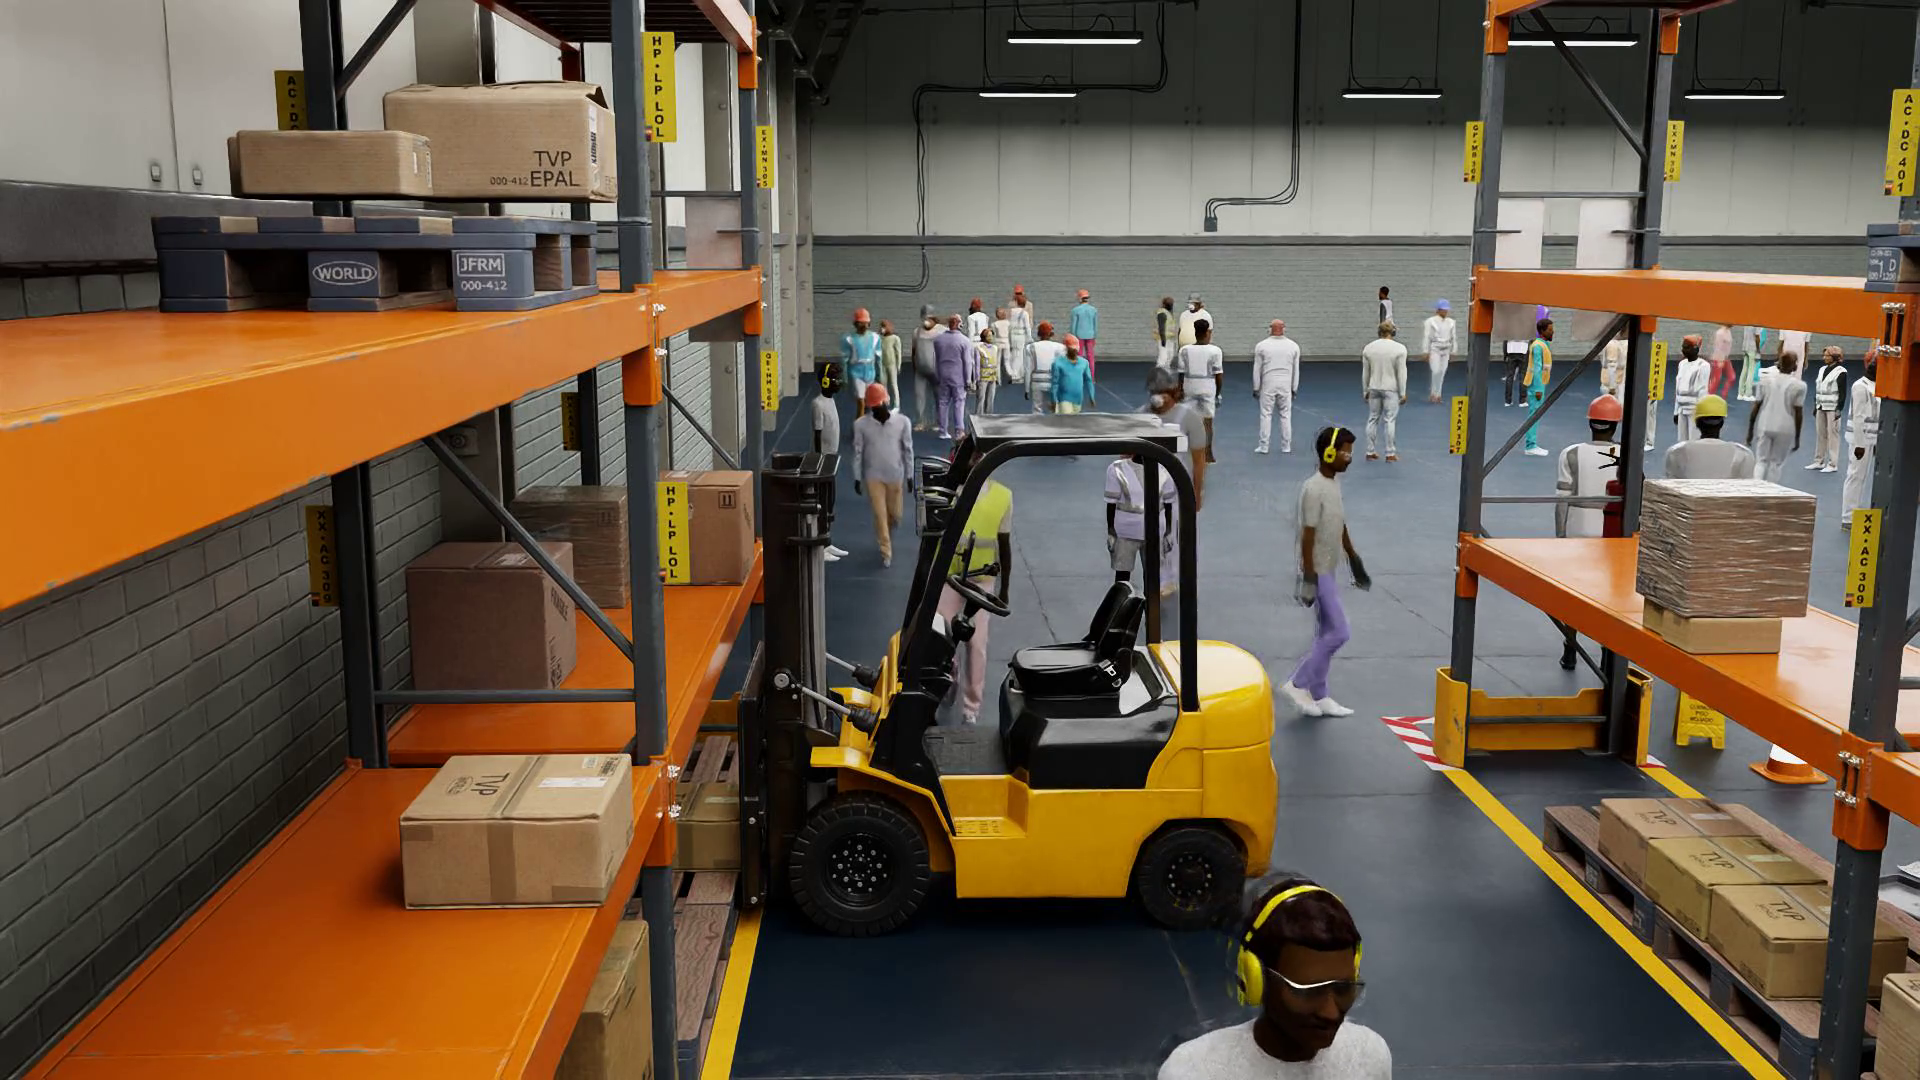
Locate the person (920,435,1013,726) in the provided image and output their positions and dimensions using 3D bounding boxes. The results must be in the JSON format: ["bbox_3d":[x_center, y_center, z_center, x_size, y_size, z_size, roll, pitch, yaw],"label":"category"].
[{"bbox_3d":[0.032,0.261,10.173,0.583,1.827,0.437,0,10,1],"label":"person"}]

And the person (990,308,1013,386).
[{"bbox_3d":[0.876,-3.981,34.393,0.531,1.620,0.462,-3,11,-17],"label":"person"}]

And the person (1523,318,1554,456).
[{"bbox_3d":[8.135,-2.155,23.404,0.390,1.920,0.587,4,11,22],"label":"person"}]

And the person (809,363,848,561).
[{"bbox_3d":[-1.252,-0.732,15.654,0.319,1.861,0.516,2,10,11],"label":"person"}]

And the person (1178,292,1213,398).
[{"bbox_3d":[4.401,-3.675,31.532,0.684,2.000,0.538,7,13,36],"label":"person"}]

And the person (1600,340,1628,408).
[{"bbox_3d":[10.915,-2.868,27.636,0.601,1.816,0.503,8,13,36],"label":"person"}]

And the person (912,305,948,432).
[{"bbox_3d":[-0.482,-2.681,25.998,0.711,2.000,0.722,4,11,22],"label":"person"}]

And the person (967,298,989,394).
[{"bbox_3d":[0.335,-3.794,32.639,0.352,1.881,0.576,8,13,39],"label":"person"}]

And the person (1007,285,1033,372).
[{"bbox_3d":[1.366,-4.858,38.248,0.613,1.995,0.391,4,11,20],"label":"person"}]

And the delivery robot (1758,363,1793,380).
[{"bbox_3d":[16.437,-3.330,33.491,0.477,0.478,0.707,-3,11,-18],"label":"delivery robot"}]

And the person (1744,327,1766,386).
[{"bbox_3d":[16.556,-4.117,34.578,0.349,1.836,0.517,6,12,28],"label":"person"}]

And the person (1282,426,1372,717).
[{"bbox_3d":[2.352,0.210,10.417,0.470,1.849,0.517,4,11,21],"label":"person"}]

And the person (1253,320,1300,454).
[{"bbox_3d":[4.478,-2.171,23.591,0.658,1.894,0.412,-1,10,-5],"label":"person"}]

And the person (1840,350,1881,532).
[{"bbox_3d":[9.327,-1.013,17.144,0.356,1.884,0.573,8,13,38],"label":"person"}]

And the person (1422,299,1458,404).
[{"bbox_3d":[8.857,-3.436,30.494,0.638,1.929,0.655,-3,10,-14],"label":"person"}]

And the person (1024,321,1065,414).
[{"bbox_3d":[1.194,-2.129,23.359,0.584,1.882,0.337,0,10,0],"label":"person"}]

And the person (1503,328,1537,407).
[{"bbox_3d":[10.164,-3.374,30.242,0.585,1.911,0.391,5,12,28],"label":"person"}]

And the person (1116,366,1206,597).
[{"bbox_3d":[1.612,-0.470,13.676,0.698,2.000,1.027,7,12,32],"label":"person"}]

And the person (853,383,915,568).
[{"bbox_3d":[-0.712,-0.624,15.483,0.577,1.710,0.615,-1,10,-5],"label":"person"}]

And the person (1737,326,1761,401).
[{"bbox_3d":[14.913,-3.545,31.311,0.331,1.863,0.507,-1,10,-5],"label":"person"}]

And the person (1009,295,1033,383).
[{"bbox_3d":[1.383,-4.262,35.293,0.770,1.860,0.594,-7,12,-35],"label":"person"}]

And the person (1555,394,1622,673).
[{"bbox_3d":[4.436,-0.046,11.604,0.551,1.934,0.372,5,11,25],"label":"person"}]

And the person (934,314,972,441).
[{"bbox_3d":[-0.081,-2.447,25.104,0.645,1.900,0.399,6,12,32],"label":"person"}]

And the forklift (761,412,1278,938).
[{"bbox_3d":[0.291,0.548,7.580,2.313,2.155,1.214,0,10,-2],"label":"forklift"}]

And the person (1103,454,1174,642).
[{"bbox_3d":[1.319,-0.040,12.232,0.538,1.700,0.317,-1,10,-8],"label":"person"}]

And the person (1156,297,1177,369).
[{"bbox_3d":[4.444,-4.355,35.991,0.482,1.804,0.649,6,12,32],"label":"person"}]

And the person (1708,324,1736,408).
[{"bbox_3d":[13.679,-3.203,29.704,0.560,1.745,0.556,9,14,42],"label":"person"}]

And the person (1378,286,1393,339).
[{"bbox_3d":[10.161,-5.099,39.804,0.392,1.920,0.587,5,11,27],"label":"person"}]

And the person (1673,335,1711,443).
[{"bbox_3d":[8.855,-1.549,20.163,0.355,1.876,0.574,-1,10,-8],"label":"person"}]

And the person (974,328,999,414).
[{"bbox_3d":[0.418,-2.510,26.164,0.307,1.639,0.525,9,14,42],"label":"person"}]

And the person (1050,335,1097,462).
[{"bbox_3d":[1.563,-1.928,22.699,0.581,1.704,0.876,-4,11,-23],"label":"person"}]

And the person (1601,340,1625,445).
[{"bbox_3d":[9.526,-2.296,24.190,0.386,1.924,0.548,4,11,23],"label":"person"}]

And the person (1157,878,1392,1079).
[{"bbox_3d":[0.553,1.507,3.199,0.535,1.852,0.610,-3,11,-17],"label":"person"}]

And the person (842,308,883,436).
[{"bbox_3d":[-1.479,-2.461,24.842,0.618,2.022,0.867,-5,11,-25],"label":"person"}]

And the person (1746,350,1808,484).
[{"bbox_3d":[8.913,-1.167,18.192,0.540,1.816,0.532,9,14,42],"label":"person"}]

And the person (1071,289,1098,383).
[{"bbox_3d":[2.611,-4.289,35.099,0.610,1.990,0.394,-4,11,-22],"label":"person"}]

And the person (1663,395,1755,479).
[{"bbox_3d":[5.291,-0.069,11.813,0.609,1.915,0.477,3,11,17],"label":"person"}]

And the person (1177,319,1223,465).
[{"bbox_3d":[3.219,-1.978,22.294,0.613,1.960,0.361,3,11,18],"label":"person"}]

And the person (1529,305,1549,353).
[{"bbox_3d":[12.338,-4.392,35.732,0.604,1.966,0.367,-3,11,-16],"label":"person"}]

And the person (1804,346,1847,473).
[{"bbox_3d":[11.298,-1.697,21.633,0.307,1.639,0.525,-1,10,-8],"label":"person"}]

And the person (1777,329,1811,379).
[{"bbox_3d":[14.668,-3.175,29.289,0.507,1.847,0.343,4,11,21],"label":"person"}]

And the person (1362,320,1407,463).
[{"bbox_3d":[5.760,-2.017,22.612,0.630,1.932,0.363,9,13,40],"label":"person"}]

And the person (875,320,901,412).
[{"bbox_3d":[-1.264,-3.057,29.235,0.508,1.631,0.280,6,12,30],"label":"person"}]
